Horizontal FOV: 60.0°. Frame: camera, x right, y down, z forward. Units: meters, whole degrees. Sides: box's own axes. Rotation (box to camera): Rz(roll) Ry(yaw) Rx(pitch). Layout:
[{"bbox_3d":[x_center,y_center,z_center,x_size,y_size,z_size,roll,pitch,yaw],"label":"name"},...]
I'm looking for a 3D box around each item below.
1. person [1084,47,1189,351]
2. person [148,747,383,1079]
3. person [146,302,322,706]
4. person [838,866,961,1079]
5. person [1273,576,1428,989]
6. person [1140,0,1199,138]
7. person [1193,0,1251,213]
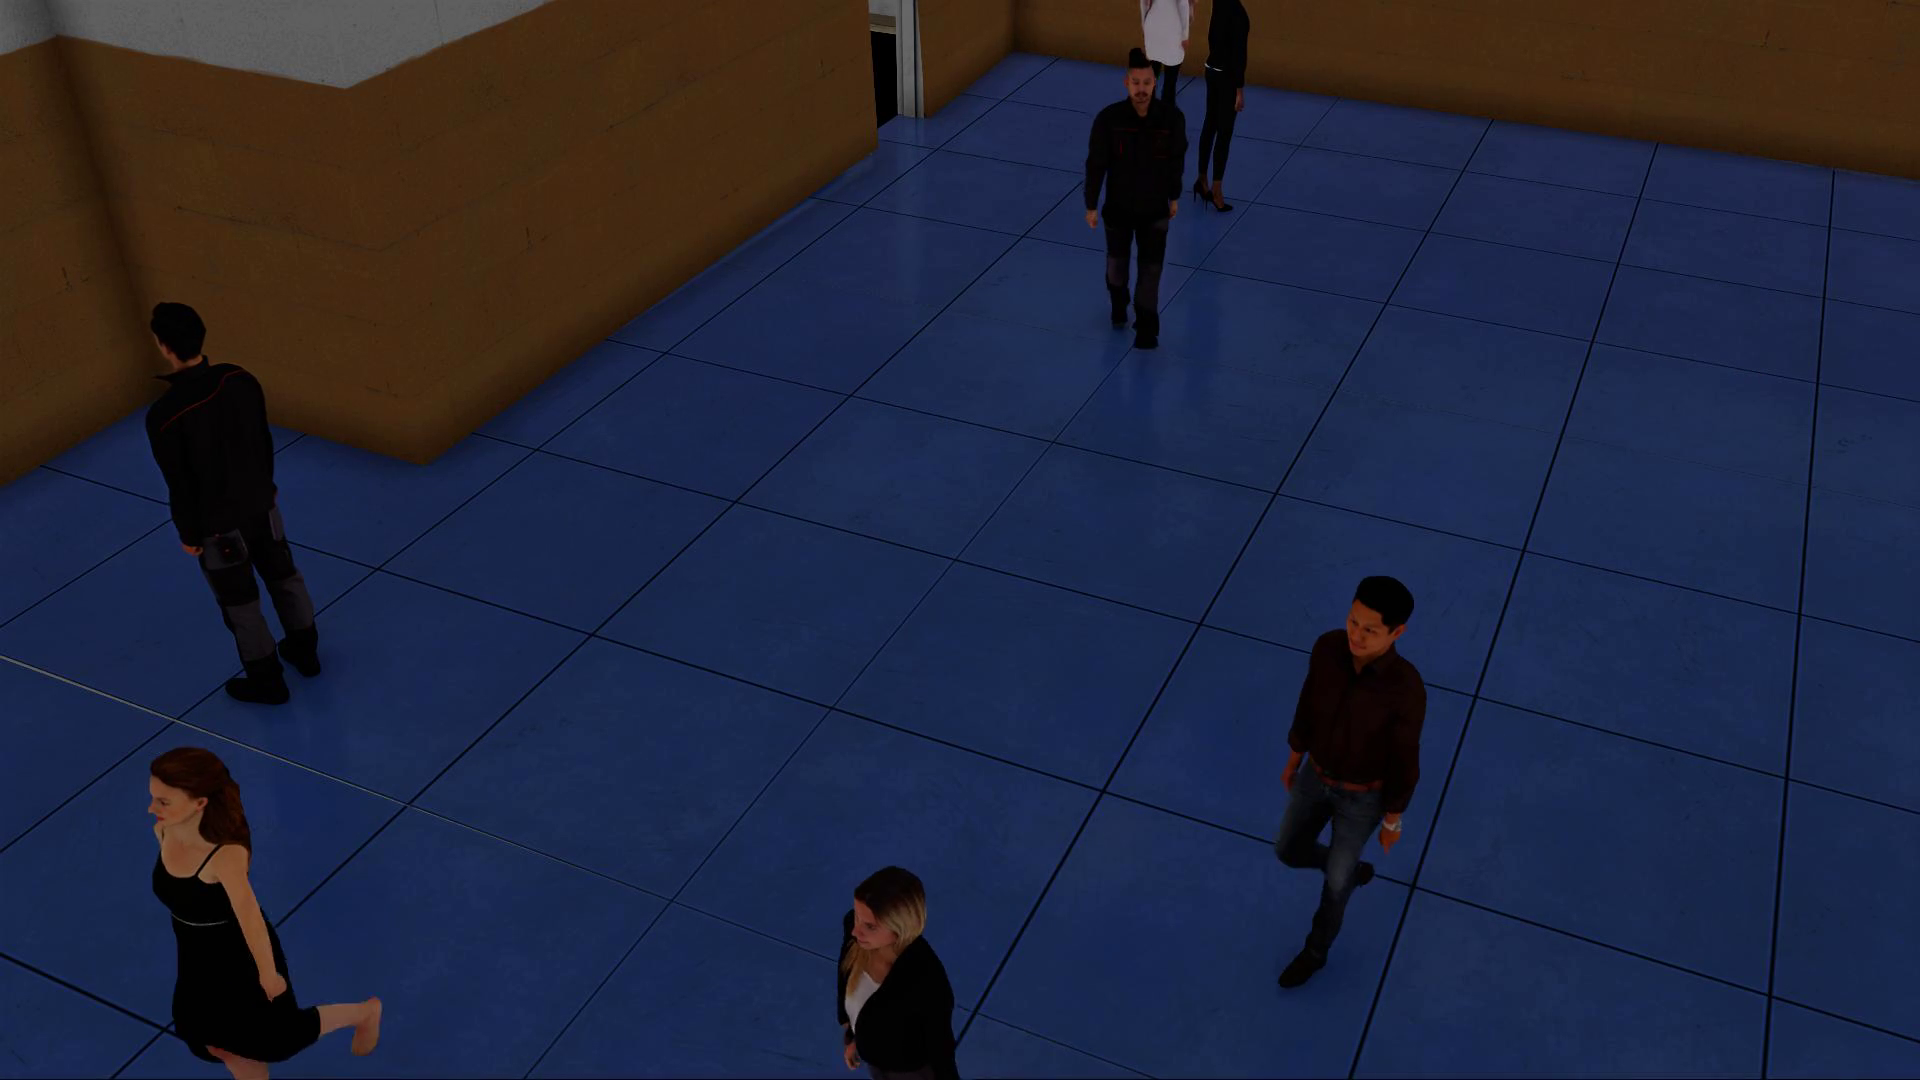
[{"bbox_3d":[1.081,-2.143,10.350,1.177,1.821,1.115,1,34,1],"label":"person"},{"bbox_3d":[-2.286,1.296,5.396,0.859,1.606,0.737,23,40,30],"label":"person"},{"bbox_3d":[-3.181,-0.148,7.260,0.571,1.946,0.690,15,37,22],"label":"person"},{"bbox_3d":[-0.095,1.541,4.997,0.951,1.640,1.000,-20,39,-28],"label":"person"},{"bbox_3d":[1.423,0.835,5.938,0.896,1.773,0.868,-26,41,-33],"label":"person"},{"bbox_3d":[1.635,-4.081,13.301,0.773,1.803,0.649,-28,43,-36],"label":"person"},{"bbox_3d":[1.921,-3.317,12.124,0.733,1.834,0.686,-10,35,-14],"label":"person"}]
